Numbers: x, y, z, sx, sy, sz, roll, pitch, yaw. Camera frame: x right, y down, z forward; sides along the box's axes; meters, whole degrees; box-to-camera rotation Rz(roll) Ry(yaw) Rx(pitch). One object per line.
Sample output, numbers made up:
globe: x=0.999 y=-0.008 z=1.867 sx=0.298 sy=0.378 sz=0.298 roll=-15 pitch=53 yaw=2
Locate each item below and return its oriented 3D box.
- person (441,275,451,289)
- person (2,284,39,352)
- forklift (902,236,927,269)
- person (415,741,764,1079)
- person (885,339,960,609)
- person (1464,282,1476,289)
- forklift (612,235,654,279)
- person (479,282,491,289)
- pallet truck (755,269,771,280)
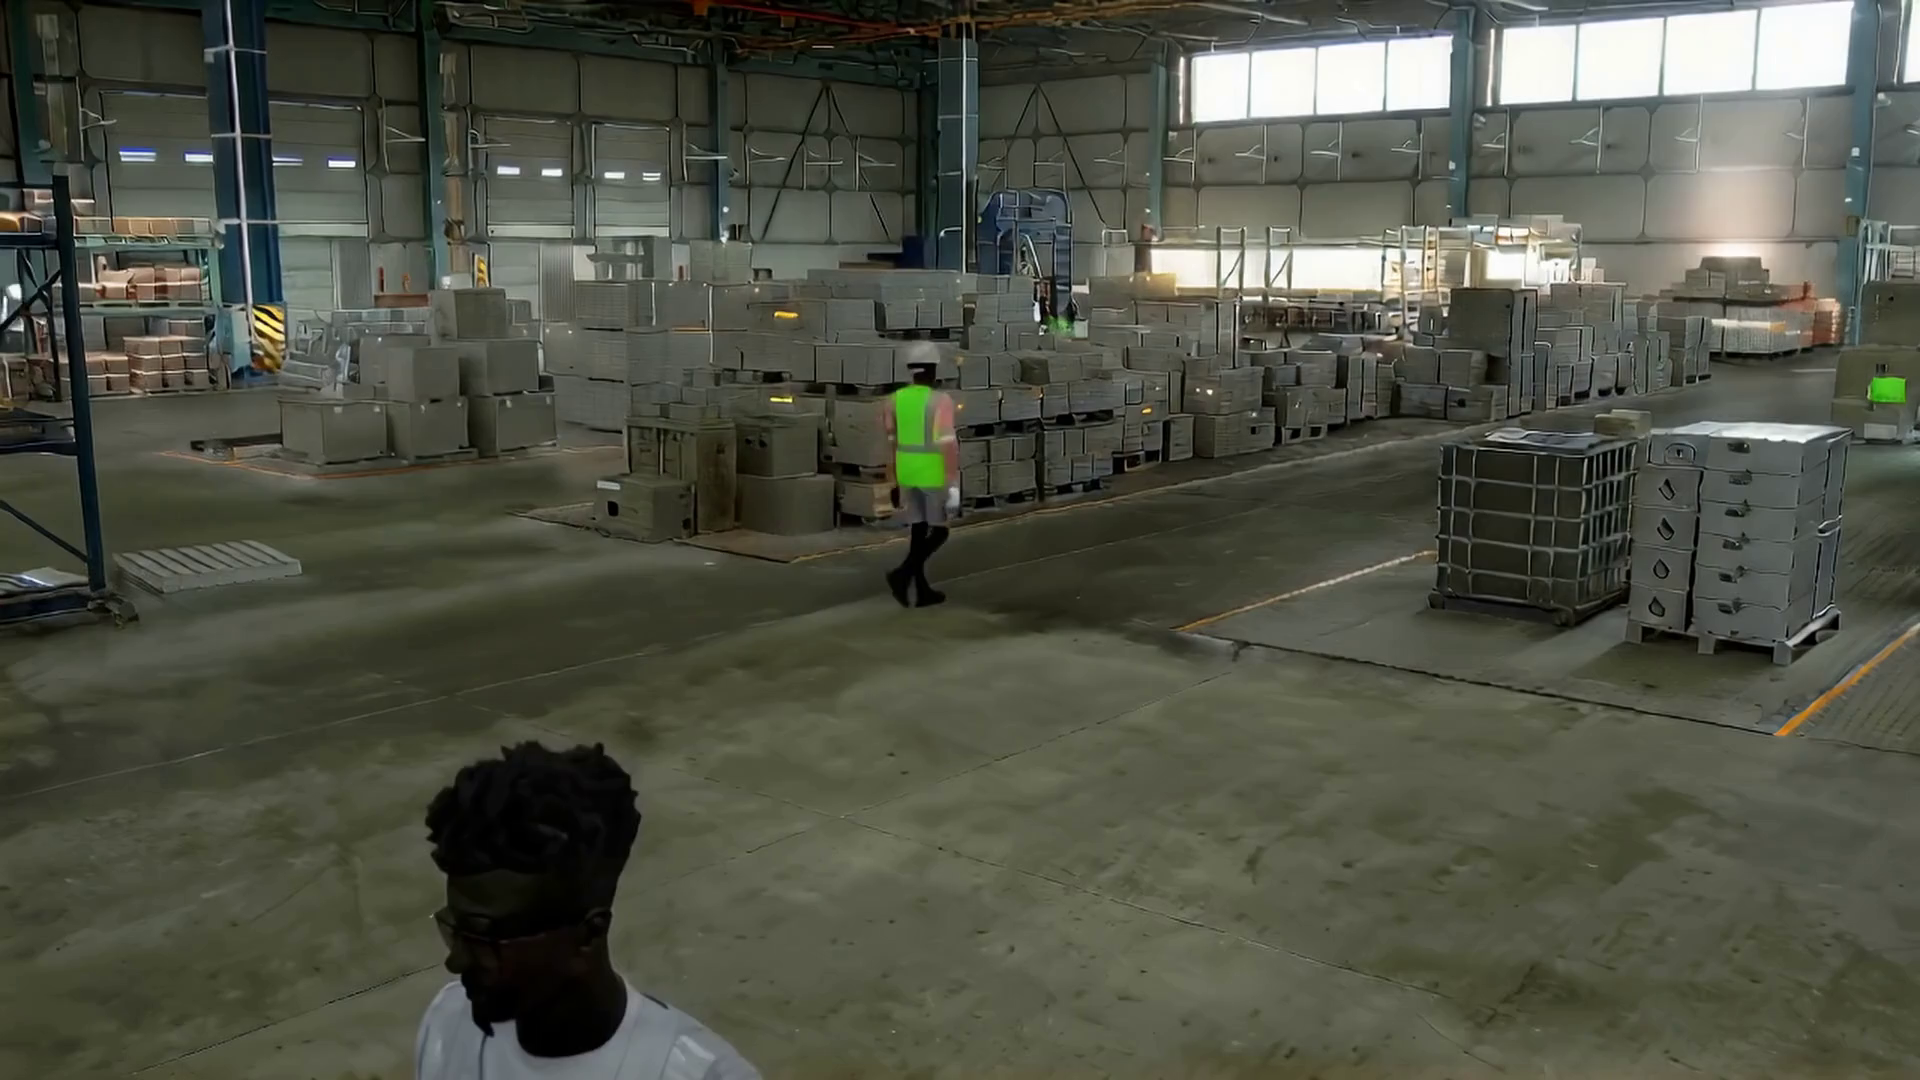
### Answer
person: x=-11.674 y=-5.057 z=37.874 sx=0.551 sy=1.932 sz=0.378 roll=-7 pitch=12 yaw=-35
person: x=-17.972 y=-3.980 z=31.929 sx=0.606 sy=1.865 sz=0.645 roll=1 pitch=10 yaw=6
forklift: x=-1.076 y=-5.777 z=39.284 sx=1.873 sy=2.768 sz=1.129 roll=2 pitch=10 yaw=14
person: x=-0.481 y=1.204 z=2.143 sx=0.613 sy=1.960 sz=0.361 roll=6 pitch=12 yaw=32
person: x=-0.299 y=-0.438 z=11.622 sx=0.569 sy=1.924 sz=0.646 roll=7 pitch=12 yaw=36
person: x=9.514 y=-3.851 z=31.057 sx=0.392 sy=1.920 sz=0.589 roll=1 pitch=10 yaw=8
forklift: x=-7.300 y=-5.450 z=37.421 sx=1.873 sy=2.768 sz=1.129 roll=8 pitch=13 yaw=40
person: x=-9.472 y=-4.213 z=33.242 sx=0.645 sy=1.887 sz=1.062 roll=-3 pitch=11 yaw=-19
pallet truck: x=-4.996 y=-6.432 z=45.525 sx=1.885 sy=1.965 sz=0.823 roll=-6 pitch=12 yaw=-32
